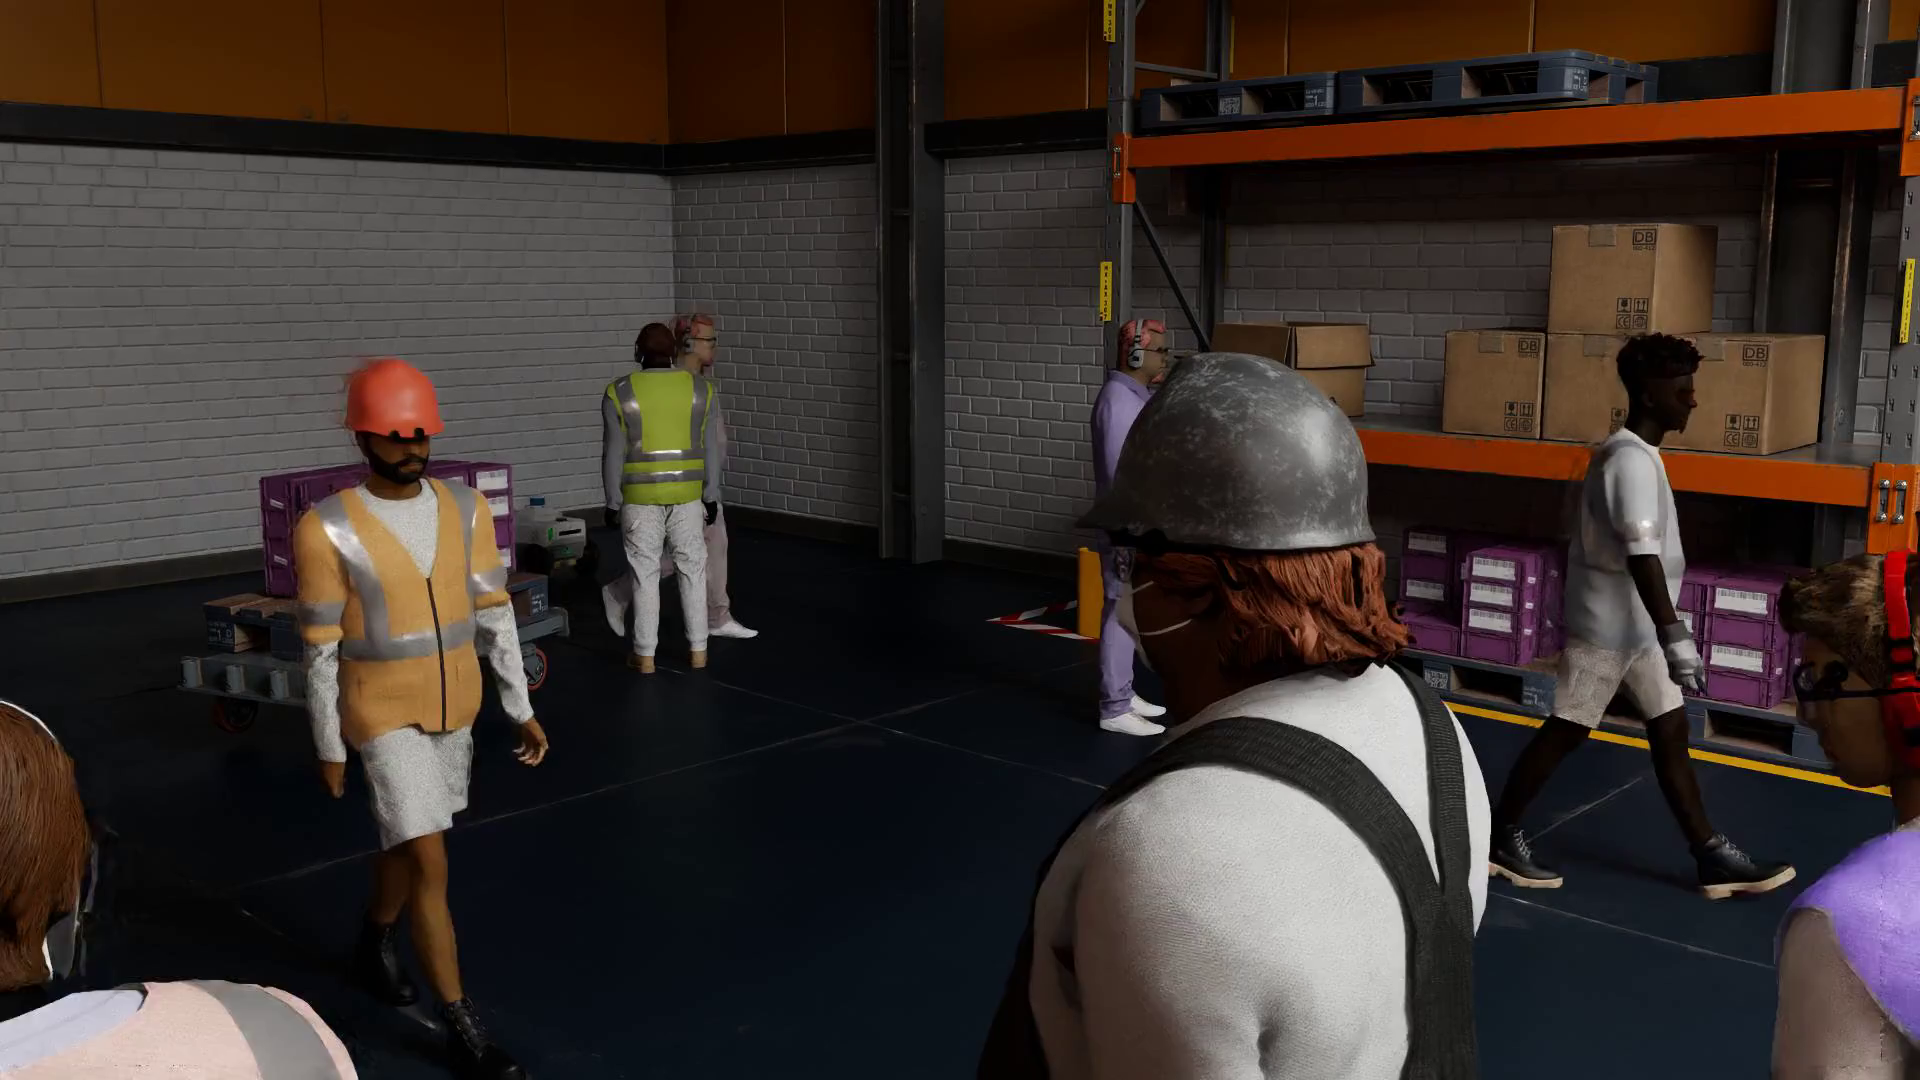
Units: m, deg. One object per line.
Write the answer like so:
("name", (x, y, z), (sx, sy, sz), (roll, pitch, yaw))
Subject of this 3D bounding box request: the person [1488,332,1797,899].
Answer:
("person", (2.252, 0.272, 5.560), (1.031, 1.913, 0.623), (5, 10, 27))

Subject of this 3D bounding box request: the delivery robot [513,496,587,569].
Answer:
("delivery robot", (-2.897, -0.058, 11.426), (0.707, 0.478, 0.477), (7, 12, 39))

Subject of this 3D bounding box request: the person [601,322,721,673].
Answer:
("person", (-1.578, -0.221, 8.778), (0.634, 1.841, 0.429), (-4, 10, -23))

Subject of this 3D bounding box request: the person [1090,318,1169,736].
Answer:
("person", (0.803, -0.062, 7.639), (0.401, 1.899, 0.634), (2, 9, 10))

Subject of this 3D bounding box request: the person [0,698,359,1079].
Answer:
("person", (-0.803, 1.011, 1.346), (0.795, 1.799, 0.641), (6, 11, 34))

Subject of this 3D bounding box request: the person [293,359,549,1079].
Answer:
("person", (-1.493, 0.453, 4.518), (0.981, 1.897, 0.561), (8, 12, 40))

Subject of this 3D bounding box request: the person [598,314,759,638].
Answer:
("person", (-1.612, -0.342, 9.434), (0.812, 1.878, 0.643), (1, 9, 7))

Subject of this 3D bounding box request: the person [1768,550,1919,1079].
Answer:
("person", (1.115, 0.916, 1.886), (0.611, 1.816, 0.455), (-6, 11, -34))
